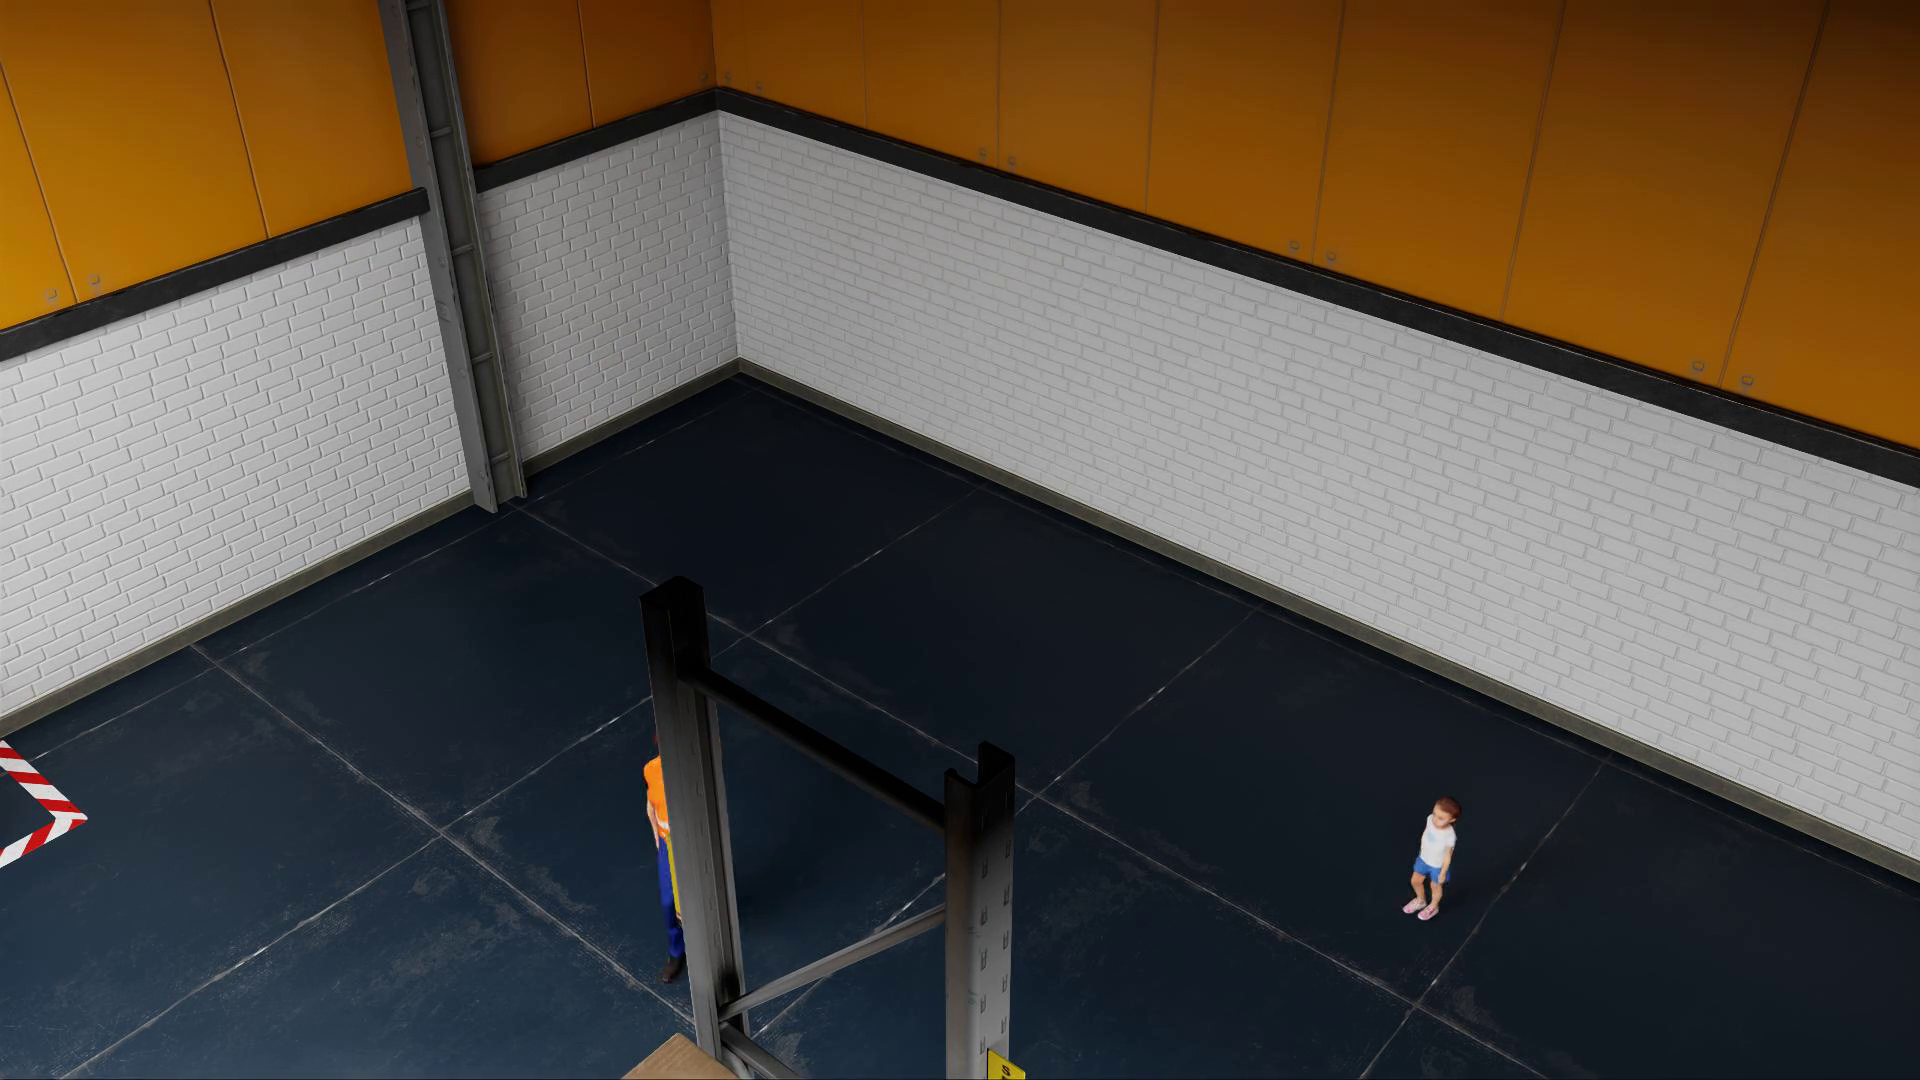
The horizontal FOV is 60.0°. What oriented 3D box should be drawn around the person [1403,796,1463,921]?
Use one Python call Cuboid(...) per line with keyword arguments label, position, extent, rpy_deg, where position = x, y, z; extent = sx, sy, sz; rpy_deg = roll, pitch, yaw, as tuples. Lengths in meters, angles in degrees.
Cuboid(label="person", position=(3.123, 2.052, 10.790), extent=(0.530, 1.012, 0.497), rpy_deg=(-15, 36, -21))
